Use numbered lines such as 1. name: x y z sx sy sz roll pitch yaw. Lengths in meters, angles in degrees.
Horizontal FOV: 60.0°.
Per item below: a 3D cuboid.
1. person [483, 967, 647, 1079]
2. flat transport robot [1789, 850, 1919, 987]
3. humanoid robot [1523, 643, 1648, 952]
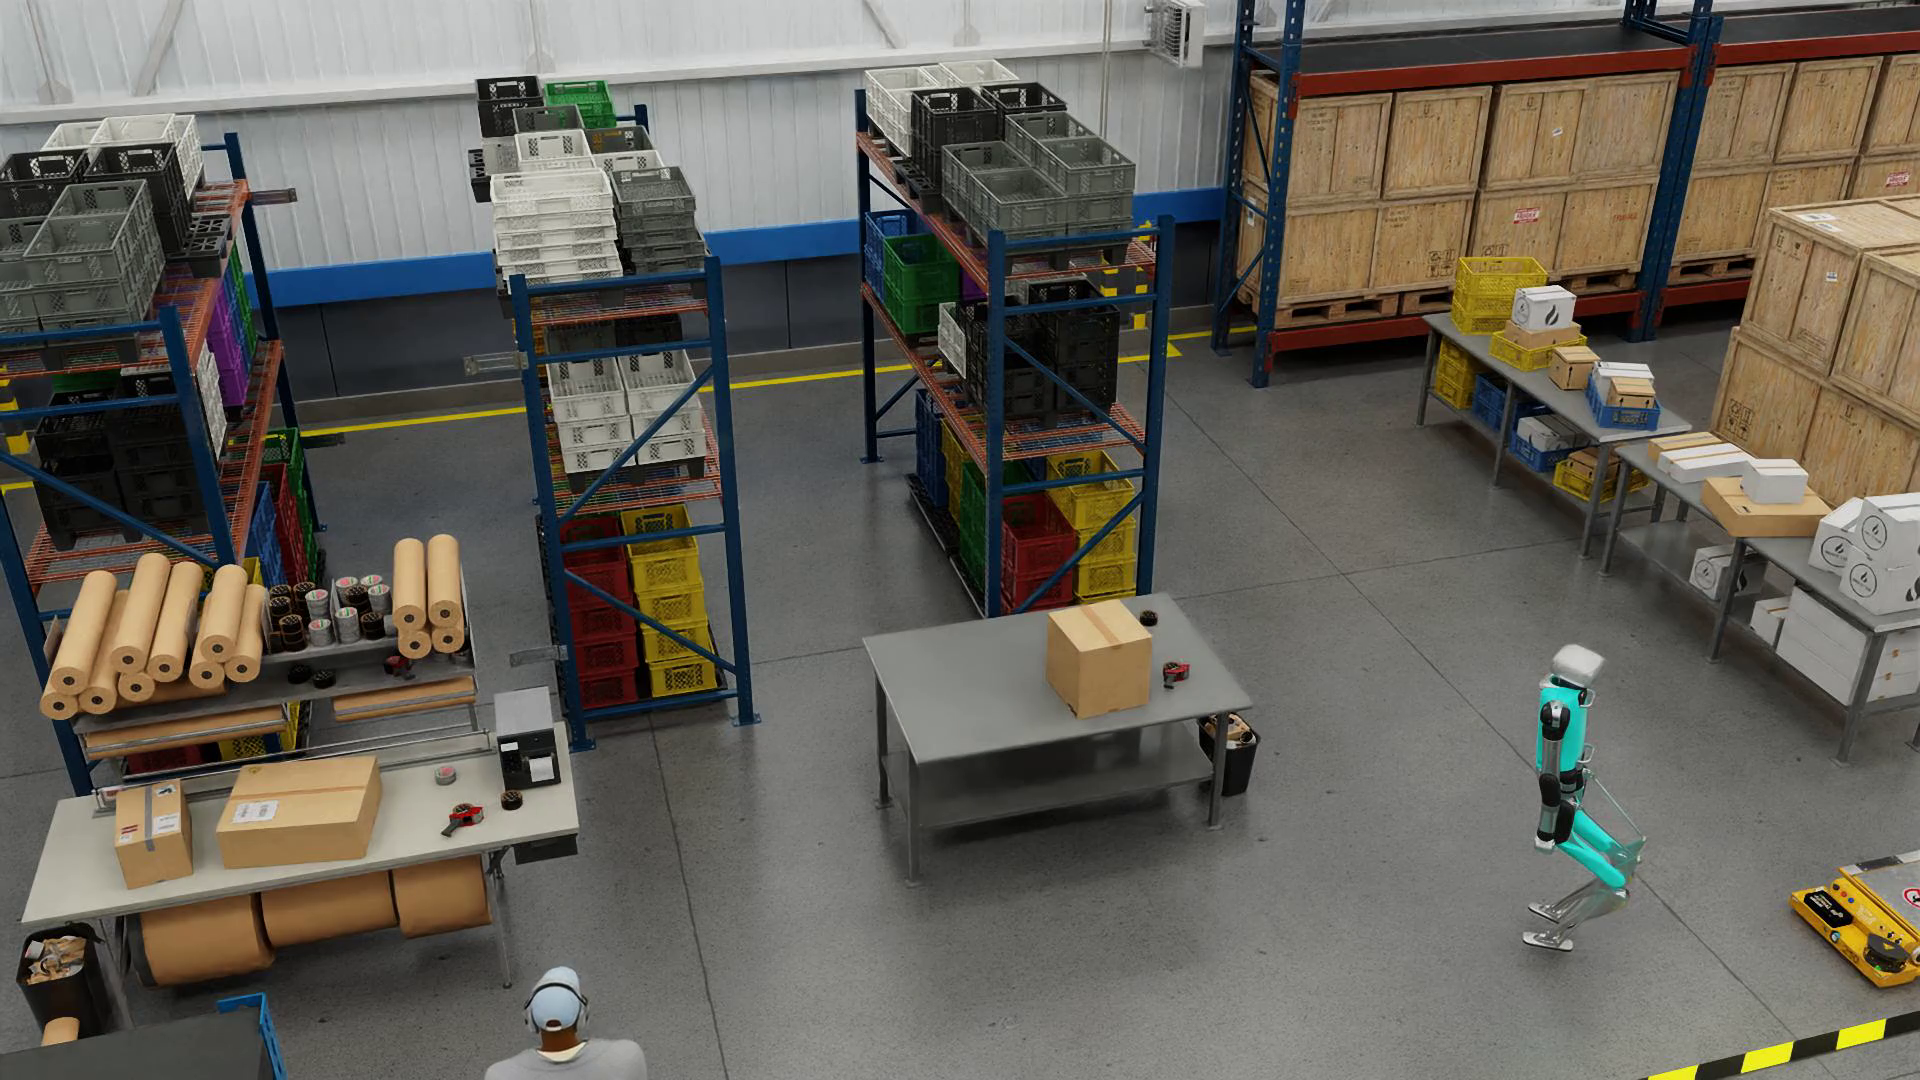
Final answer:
1. person: -1.426 2.345 6.251 0.590 1.851 0.400 -7 30 -13
2. flat transport robot: 5.163 1.916 8.676 1.431 0.231 0.659 -8 30 -14
3. humanoid robot: 3.101 1.311 8.112 0.735 1.677 0.533 15 32 25
